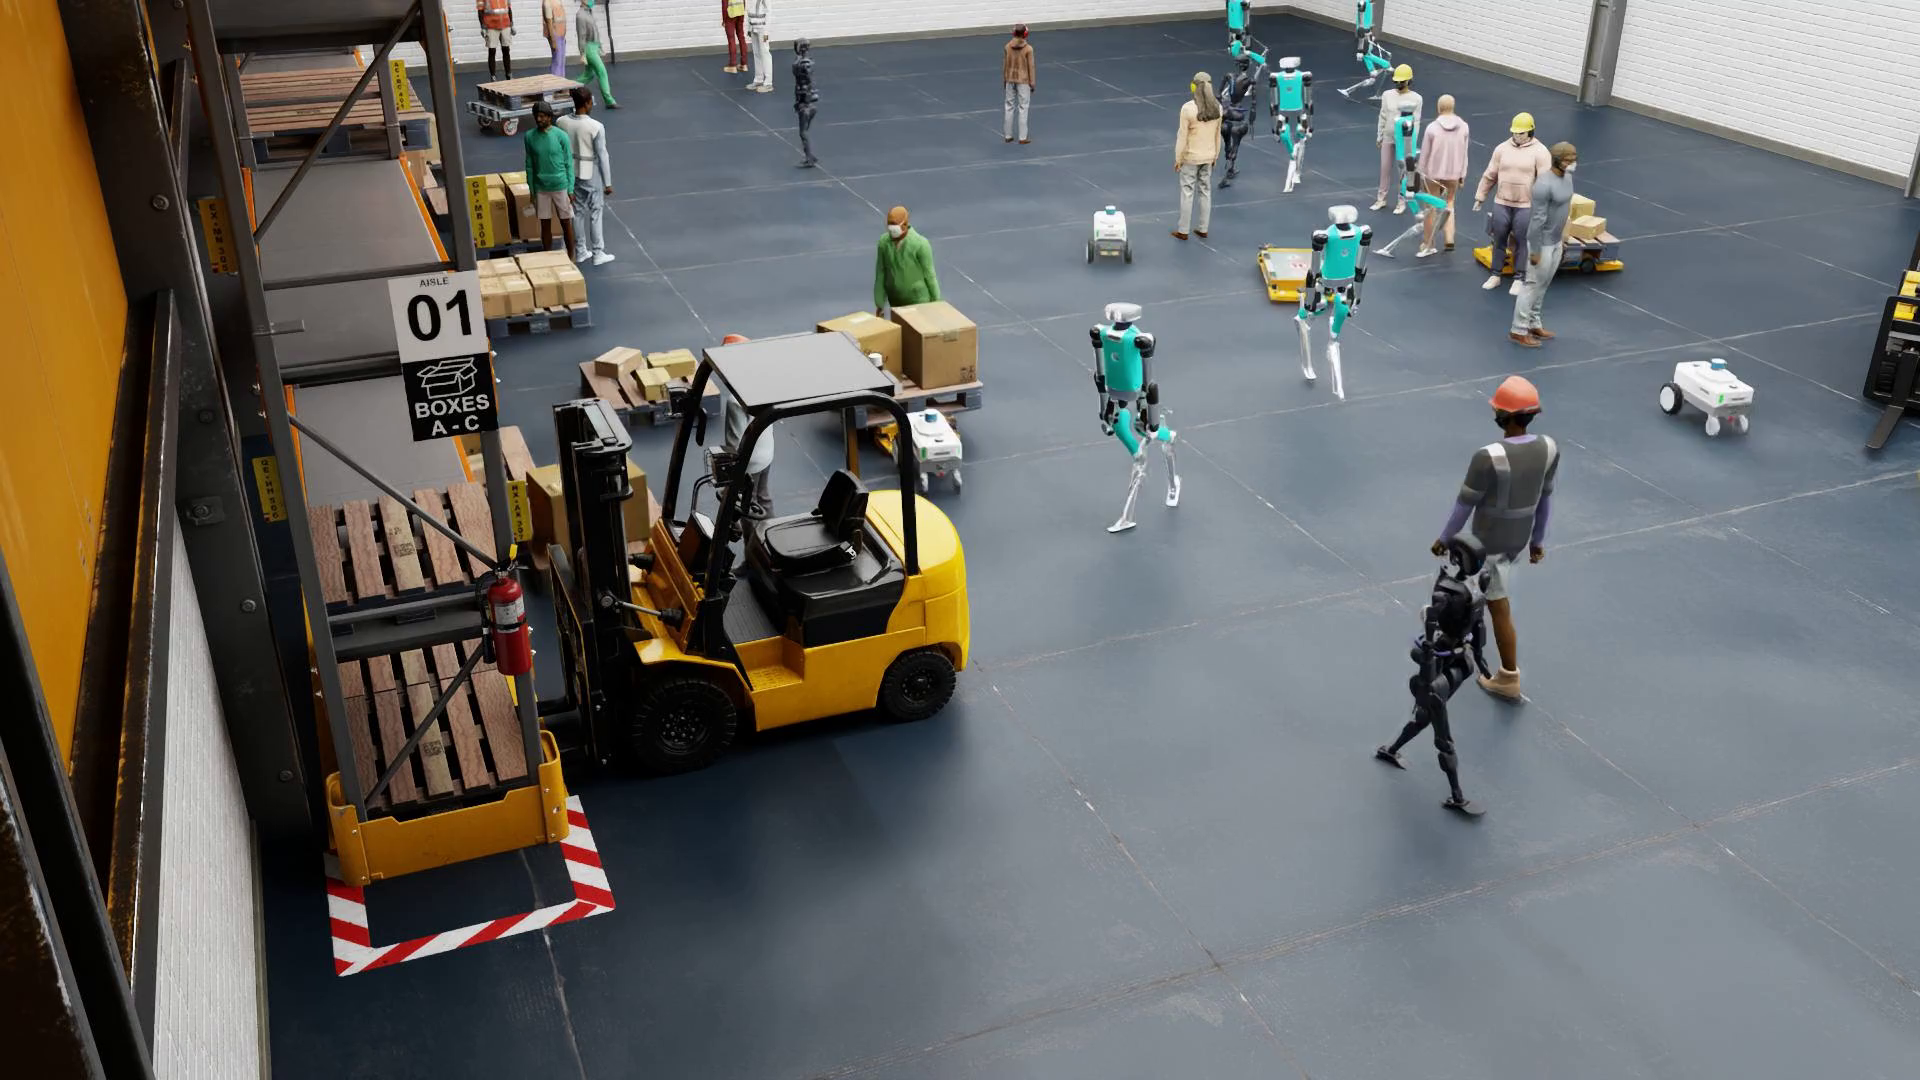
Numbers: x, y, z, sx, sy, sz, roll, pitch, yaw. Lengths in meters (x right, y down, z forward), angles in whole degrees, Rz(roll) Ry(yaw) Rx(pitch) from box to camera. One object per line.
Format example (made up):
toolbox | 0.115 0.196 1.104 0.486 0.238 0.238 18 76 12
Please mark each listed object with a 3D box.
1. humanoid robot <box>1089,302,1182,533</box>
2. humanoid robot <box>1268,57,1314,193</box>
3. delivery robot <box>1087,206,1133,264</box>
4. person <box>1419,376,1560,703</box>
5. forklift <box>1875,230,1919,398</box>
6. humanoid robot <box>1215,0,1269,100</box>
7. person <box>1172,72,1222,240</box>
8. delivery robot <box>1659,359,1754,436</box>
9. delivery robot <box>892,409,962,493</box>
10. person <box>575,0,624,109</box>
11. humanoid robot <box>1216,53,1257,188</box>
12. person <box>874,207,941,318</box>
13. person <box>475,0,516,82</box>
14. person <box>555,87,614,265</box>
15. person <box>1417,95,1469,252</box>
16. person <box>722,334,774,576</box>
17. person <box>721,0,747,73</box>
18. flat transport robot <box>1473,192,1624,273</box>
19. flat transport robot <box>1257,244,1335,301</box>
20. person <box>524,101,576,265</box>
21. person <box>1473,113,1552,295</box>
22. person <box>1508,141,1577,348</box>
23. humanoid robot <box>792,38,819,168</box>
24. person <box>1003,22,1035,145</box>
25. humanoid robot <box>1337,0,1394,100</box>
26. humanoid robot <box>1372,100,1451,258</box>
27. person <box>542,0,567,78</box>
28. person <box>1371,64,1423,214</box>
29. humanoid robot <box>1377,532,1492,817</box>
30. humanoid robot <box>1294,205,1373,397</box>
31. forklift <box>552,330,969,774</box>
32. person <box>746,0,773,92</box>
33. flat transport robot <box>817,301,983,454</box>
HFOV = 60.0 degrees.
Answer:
humanoid robot | 1.402 -0.985 12.351 0.569 1.769 0.993 21 34 36
humanoid robot | 4.142 -5.167 20.668 0.592 1.732 1.043 10 28 19
delivery robot | 1.654 -3.376 18.389 0.499 0.599 0.784 1 27 3
person | 3.229 -0.059 10.181 0.625 1.989 1.028 -14 30 -25
forklift | 9.029 -2.397 14.618 1.214 2.155 2.313 18 32 32
humanoid robot | 4.377 -7.589 25.460 0.901 1.772 0.543 -13 30 -25
person | 2.700 -4.335 18.841 0.564 1.869 0.393 -12 29 -22
delivery robot | 6.387 -1.247 14.169 0.499 0.613 0.816 -5 27 -10
delivery robot | -0.232 -0.742 13.162 0.499 0.609 0.807 -7 27 -13
person | -5.568 -7.379 24.951 0.858 1.809 0.522 0 27 -1
humanoid robot | 3.476 -5.329 21.065 0.615 1.619 0.749 20 33 34
person | -0.486 -2.054 14.457 0.560 1.722 0.954 17 31 30
person | -7.319 -8.144 26.298 0.604 1.966 0.366 -21 33 -35
person | -4.040 -3.920 17.965 0.601 1.906 0.414 10 28 19
person | 5.283 -3.984 18.248 0.540 1.760 0.441 -1 27 -2
person | -1.478 -0.587 11.520 0.351 1.738 0.572 8 28 15
person | -3.736 -8.646 27.517 0.468 1.769 0.377 -23 35 -38
flat transport robot | 6.428 -3.115 18.184 1.431 0.231 0.659 -2 27 -4
flat transport robot | 3.551 -2.822 17.601 0.659 0.231 1.431 2 27 3
person | -4.332 -3.730 17.648 0.506 1.848 0.381 1 27 1
person | 5.724 -3.480 17.148 0.819 1.855 0.433 17 31 30
person | 5.531 -2.793 15.691 0.365 1.937 0.635 20 33 35
humanoid robot | -2.046 -5.771 21.900 0.324 1.651 0.600 -10 28 -19
person | 0.807 -6.305 22.997 0.472 1.644 0.334 11 29 21
humanoid robot | 6.264 -7.468 25.196 1.013 1.739 0.554 12 29 23
humanoid robot | 5.044 -3.875 18.082 0.926 1.768 0.566 1 27 3
person | -6.218 -7.732 25.612 0.376 1.843 0.571 2 27 4
person | 5.207 -4.778 19.835 0.526 1.759 0.340 20 33 35
humanoid robot | 2.691 0.681 9.128 0.601 1.627 0.799 -21 34 -36
humanoid robot | 3.200 -2.148 14.673 0.557 1.782 0.879 -5 27 -10
forklift | -1.094 0.010 9.831 2.313 2.155 1.214 -10 28 -20
person | -3.167 -8.020 26.142 0.356 1.886 0.573 -19 32 -33
flat transport robot | -0.565 -1.108 14.192 0.659 0.231 1.431 -11 29 -21
